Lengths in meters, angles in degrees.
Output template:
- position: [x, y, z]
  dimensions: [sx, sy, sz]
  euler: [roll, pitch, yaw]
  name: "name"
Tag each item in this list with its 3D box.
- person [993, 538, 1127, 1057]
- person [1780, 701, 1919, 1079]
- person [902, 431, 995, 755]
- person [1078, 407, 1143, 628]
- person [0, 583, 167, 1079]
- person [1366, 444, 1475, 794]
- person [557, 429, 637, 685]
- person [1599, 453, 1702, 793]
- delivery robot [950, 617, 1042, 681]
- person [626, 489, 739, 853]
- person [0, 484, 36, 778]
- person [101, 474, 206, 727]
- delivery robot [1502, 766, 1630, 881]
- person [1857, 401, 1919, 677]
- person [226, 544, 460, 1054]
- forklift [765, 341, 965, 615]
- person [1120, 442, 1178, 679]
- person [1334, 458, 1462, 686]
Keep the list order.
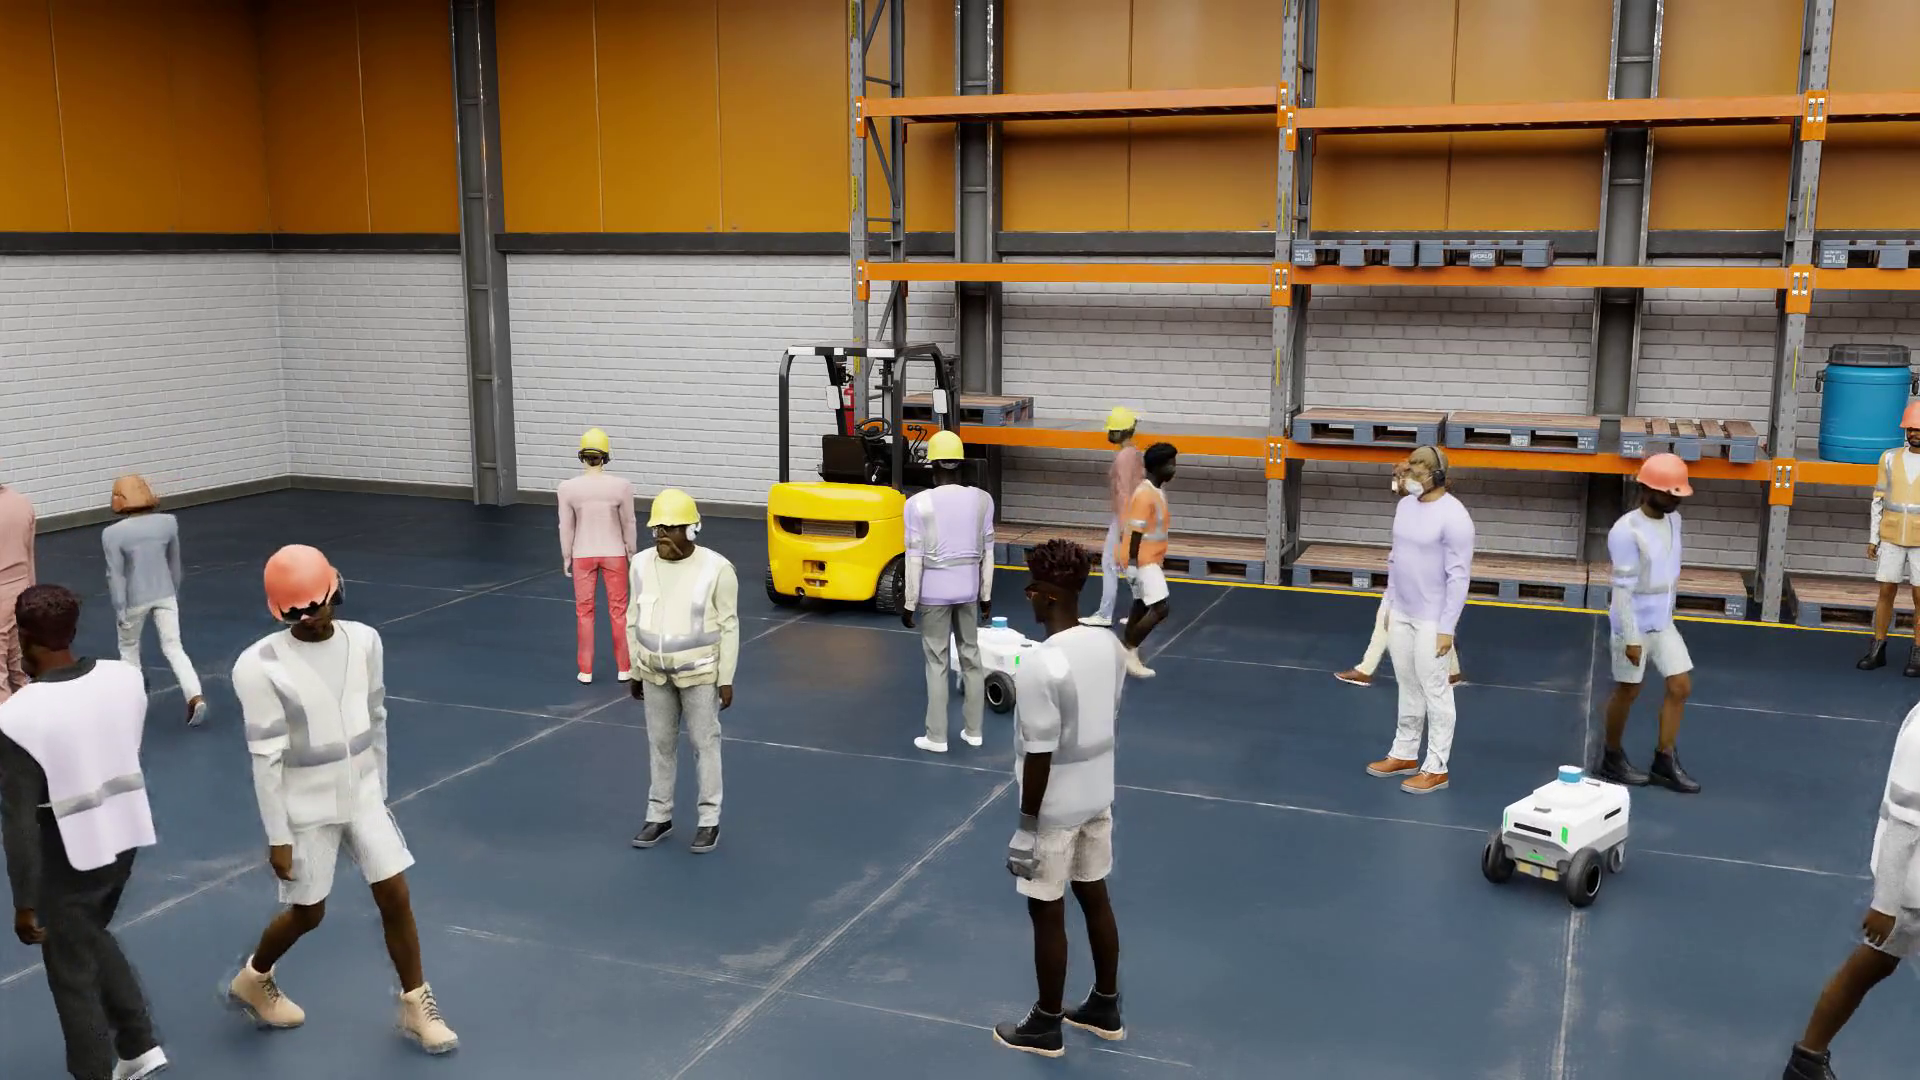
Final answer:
- position: [0.376, 0.976, 6.199]
  dimensions: [0.540, 1.964, 0.638]
  euler: [8, 13, 37]
  name: "person"
- position: [3.300, 1.123, 5.528]
  dimensions: [1.002, 1.871, 0.547]
  euler: [8, 13, 36]
  name: "person"
- position: [-0.082, 0.311, 9.902]
  dimensions: [0.593, 1.925, 0.384]
  euler: [-5, 11, -27]
  name: "person"
- position: [1.216, -0.171, 13.113]
  dimensions: [0.687, 1.746, 0.595]
  euler: [4, 11, 23]
  name: "person"
- position: [-3.012, 1.085, 5.680]
  dimensions: [0.477, 1.893, 0.607]
  euler: [3, 11, 17]
  name: "person"
- position: [2.564, 0.428, 9.225]
  dimensions: [0.372, 1.939, 0.631]
  euler: [-4, 11, -20]
  name: "person"
- position: [-2.478, 0.119, 11.422]
  dimensions: [0.522, 1.769, 0.311]
  euler: [-2, 10, -9]
  name: "person"
- position: [3.804, 0.470, 9.078]
  dimensions: [0.573, 1.901, 0.714]
  euler: [-6, 12, -31]
  name: "person"
- position: [0.258, 0.753, 11.004]
  dimensions: [0.477, 0.478, 0.707]
  euler: [-9, 14, -41]
  name: "delivery robot"
- position: [-1.394, 0.648, 8.286]
  dimensions: [0.591, 1.834, 0.404]
  euler: [3, 11, 17]
  name: "person"
- position: [-5.534, 0.400, 9.468]
  dimensions: [0.402, 1.906, 0.652]
  euler: [1, 10, 6]
  name: "person"
- position: [-5.076, 0.378, 10.429]
  dimensions: [0.768, 1.602, 0.498]
  euler: [8, 13, 38]
  name: "person"
- position: [2.876, 1.314, 7.878]
  dimensions: [0.707, 0.478, 0.477]
  euler: [-10, 14, -44]
  name: "delivery robot"
- position: [6.657, -0.009, 11.659]
  dimensions: [0.358, 1.938, 0.542]
  euler: [-10, 14, -43]
  name: "person"
- position: [-2.402, 0.956, 6.196]
  dimensions: [0.900, 1.988, 0.629]
  euler: [7, 12, 34]
  name: "person"
- position: [-0.739, -0.602, 14.246]
  dimensions: [1.214, 2.155, 2.313]
  euler: [4, 11, 21]
  name: "forklift"
- position: [1.289, 0.156, 11.463]
  dimensions: [0.410, 1.672, 0.560]
  euler: [3, 11, 15]
  name: "person"
- position: [3.033, 0.236, 11.256]
  dimensions: [0.864, 1.584, 0.503]
  euler: [-1, 10, -5]
  name: "person"
